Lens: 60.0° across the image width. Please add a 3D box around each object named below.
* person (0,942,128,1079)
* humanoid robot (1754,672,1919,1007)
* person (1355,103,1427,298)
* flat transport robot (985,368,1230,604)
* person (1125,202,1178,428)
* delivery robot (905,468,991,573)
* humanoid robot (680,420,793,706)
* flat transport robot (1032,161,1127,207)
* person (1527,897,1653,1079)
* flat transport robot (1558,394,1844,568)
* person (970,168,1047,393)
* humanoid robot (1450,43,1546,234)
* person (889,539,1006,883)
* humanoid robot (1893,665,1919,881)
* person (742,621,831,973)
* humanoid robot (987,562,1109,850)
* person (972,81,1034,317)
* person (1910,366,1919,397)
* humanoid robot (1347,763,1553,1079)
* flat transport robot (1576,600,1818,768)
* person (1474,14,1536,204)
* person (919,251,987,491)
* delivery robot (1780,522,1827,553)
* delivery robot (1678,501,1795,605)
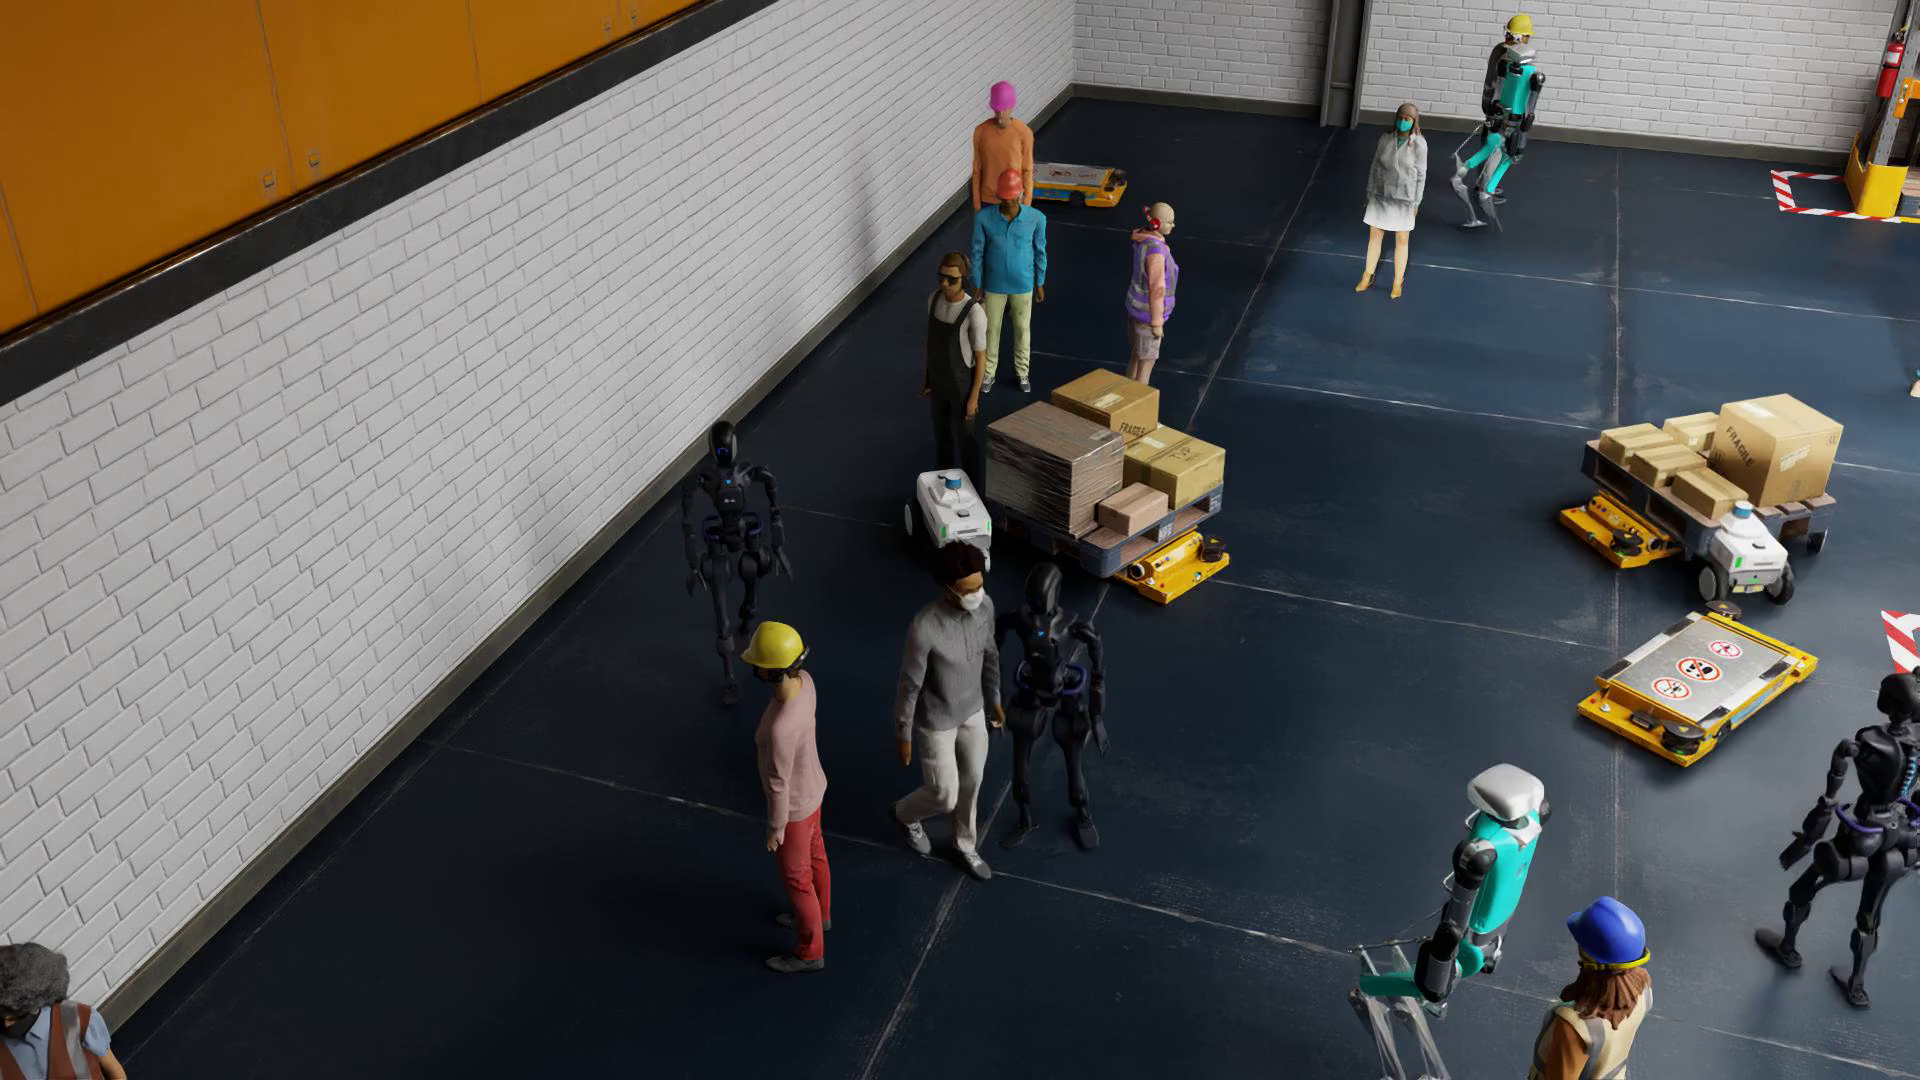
[{"bbox_3d":[-3.067,2.051,5.731,0.455,1.686,0.307,-14,33,-22],"label":"person"},{"bbox_3d":[3.864,1.256,7.105,0.600,1.638,0.468,-5,31,-9],"label":"humanoid robot"},{"bbox_3d":[3.685,-2.883,14.154,0.483,1.661,0.337,17,34,26],"label":"person"},{"bbox_3d":[0.959,-0.041,10.696,1.431,0.231,0.659,26,39,37],"label":"flat transport robot"},{"bbox_3d":[1.360,-1.605,11.951,0.349,1.690,0.482,-3,31,-4],"label":"person"},{"bbox_3d":[-0.046,-0.160,10.607,0.499,0.586,0.773,-7,31,-12],"label":"delivery robot"},{"bbox_3d":[-1.229,0.059,9.192,0.599,1.621,0.798,-6,31,-11],"label":"humanoid robot"},{"bbox_3d":[0.919,-3.582,16.719,1.431,0.231,0.659,7,31,13],"label":"flat transport robot"},{"bbox_3d":[2.129,1.953,5.812,0.469,1.778,0.312,-20,36,-30],"label":"person"},{"bbox_3d":[4.734,-0.155,10.889,1.431,0.231,0.659,-10,32,-16],"label":"flat transport robot"},{"bbox_3d":[0.362,-1.935,12.452,0.574,1.747,0.336,1,30,1],"label":"person"},{"bbox_3d":[4.927,-3.664,15.440,0.708,1.820,0.592,-15,34,-23],"label":"humanoid robot"},{"bbox_3d":[-0.074,0.783,7.707,0.588,1.877,0.480,-25,38,-35],"label":"person"},{"bbox_3d":[4.637,0.843,7.750,0.530,1.802,0.648,13,33,21],"label":"humanoid robot"},{"bbox_3d":[-0.749,1.118,7.257,0.326,1.760,0.525,4,31,6],"label":"person"},{"bbox_3d":[0.423,0.785,7.902,0.609,1.638,0.396,8,31,13],"label":"humanoid robot"},{"bbox_3d":[0.350,-2.806,13.722,0.509,1.977,0.406,6,31,10],"label":"person"},{"bbox_3d":[7.475,-1.894,12.270,0.539,1.865,0.374,26,39,36],"label":"person"},{"bbox_3d":[1.818,1.537,6.515,0.544,1.752,0.679,-26,39,-37],"label":"humanoid robot"},{"bbox_3d":[4.143,0.780,9.298,1.431,0.231,0.659,-23,37,-34],"label":"flat transport robot"},{"bbox_3d":[5.303,-4.212,16.261,0.403,1.821,0.593,1,30,2],"label":"person"},{"bbox_3d":[-0.052,-0.986,10.747,0.346,1.846,0.507,-27,40,-37],"label":"person"},{"bbox_3d":[5.400,-0.284,10.840,0.499,0.610,0.788,13,33,21],"label":"delivery robot"},{"bbox_3d":[4.773,0.037,10.273,0.499,0.587,0.769,-2,31,-3],"label":"delivery robot"}]
